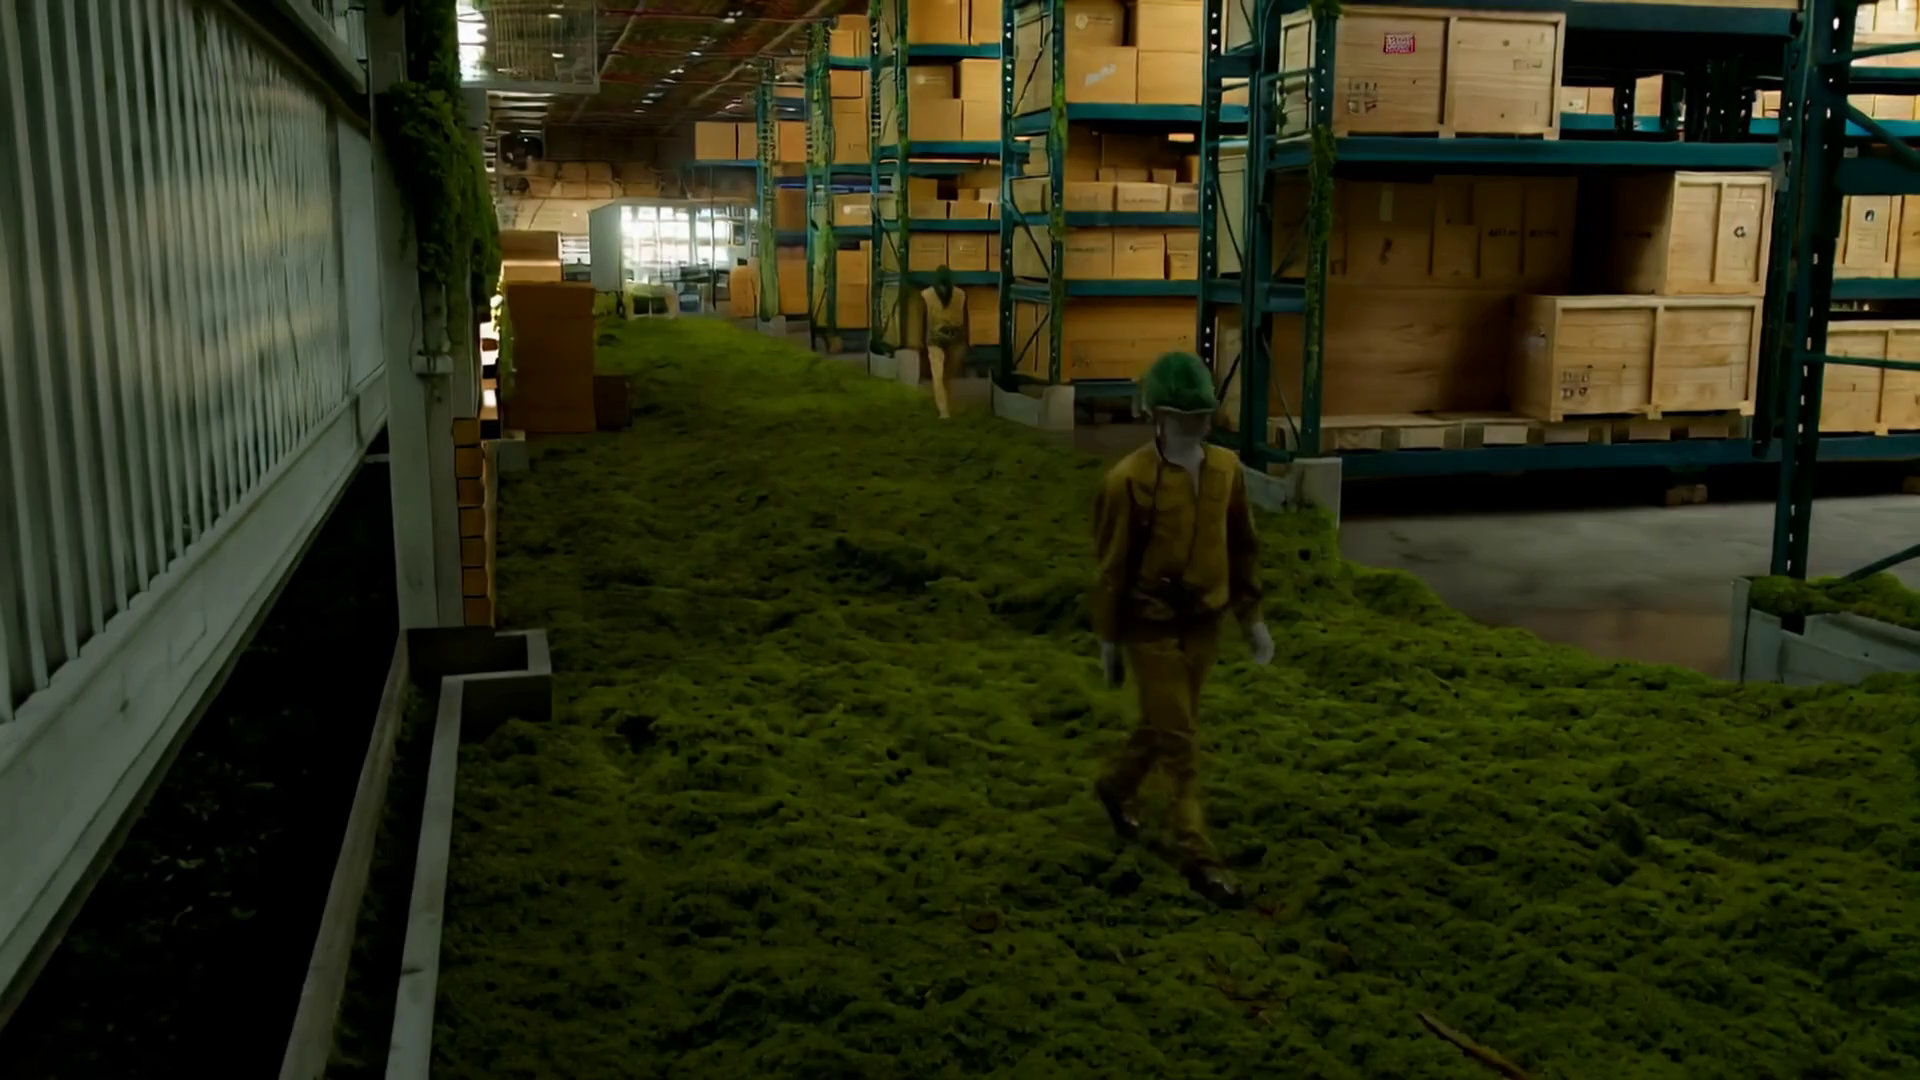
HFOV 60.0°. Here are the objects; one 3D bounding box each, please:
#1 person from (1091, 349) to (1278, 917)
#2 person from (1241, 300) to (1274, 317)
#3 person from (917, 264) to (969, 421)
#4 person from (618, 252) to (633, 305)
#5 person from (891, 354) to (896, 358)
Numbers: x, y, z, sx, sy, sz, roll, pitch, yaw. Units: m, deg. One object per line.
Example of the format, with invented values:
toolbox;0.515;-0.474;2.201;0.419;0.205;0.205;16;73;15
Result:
person;0.685;0.242;5.316;0.557;1.714;0.889;-7;12;-34
person;3.125;-1.992;17.269;0.941;1.962;0.629;-1;10;-7
person;-0.209;-2.339;19.630;0.631;1.821;0.770;-3;10;-17
person;-11.555;-9.043;57.508;0.565;1.846;0.389;-7;12;-35
person;-0.771;-4.156;30.195;0.891;1.730;0.527;1;10;6
